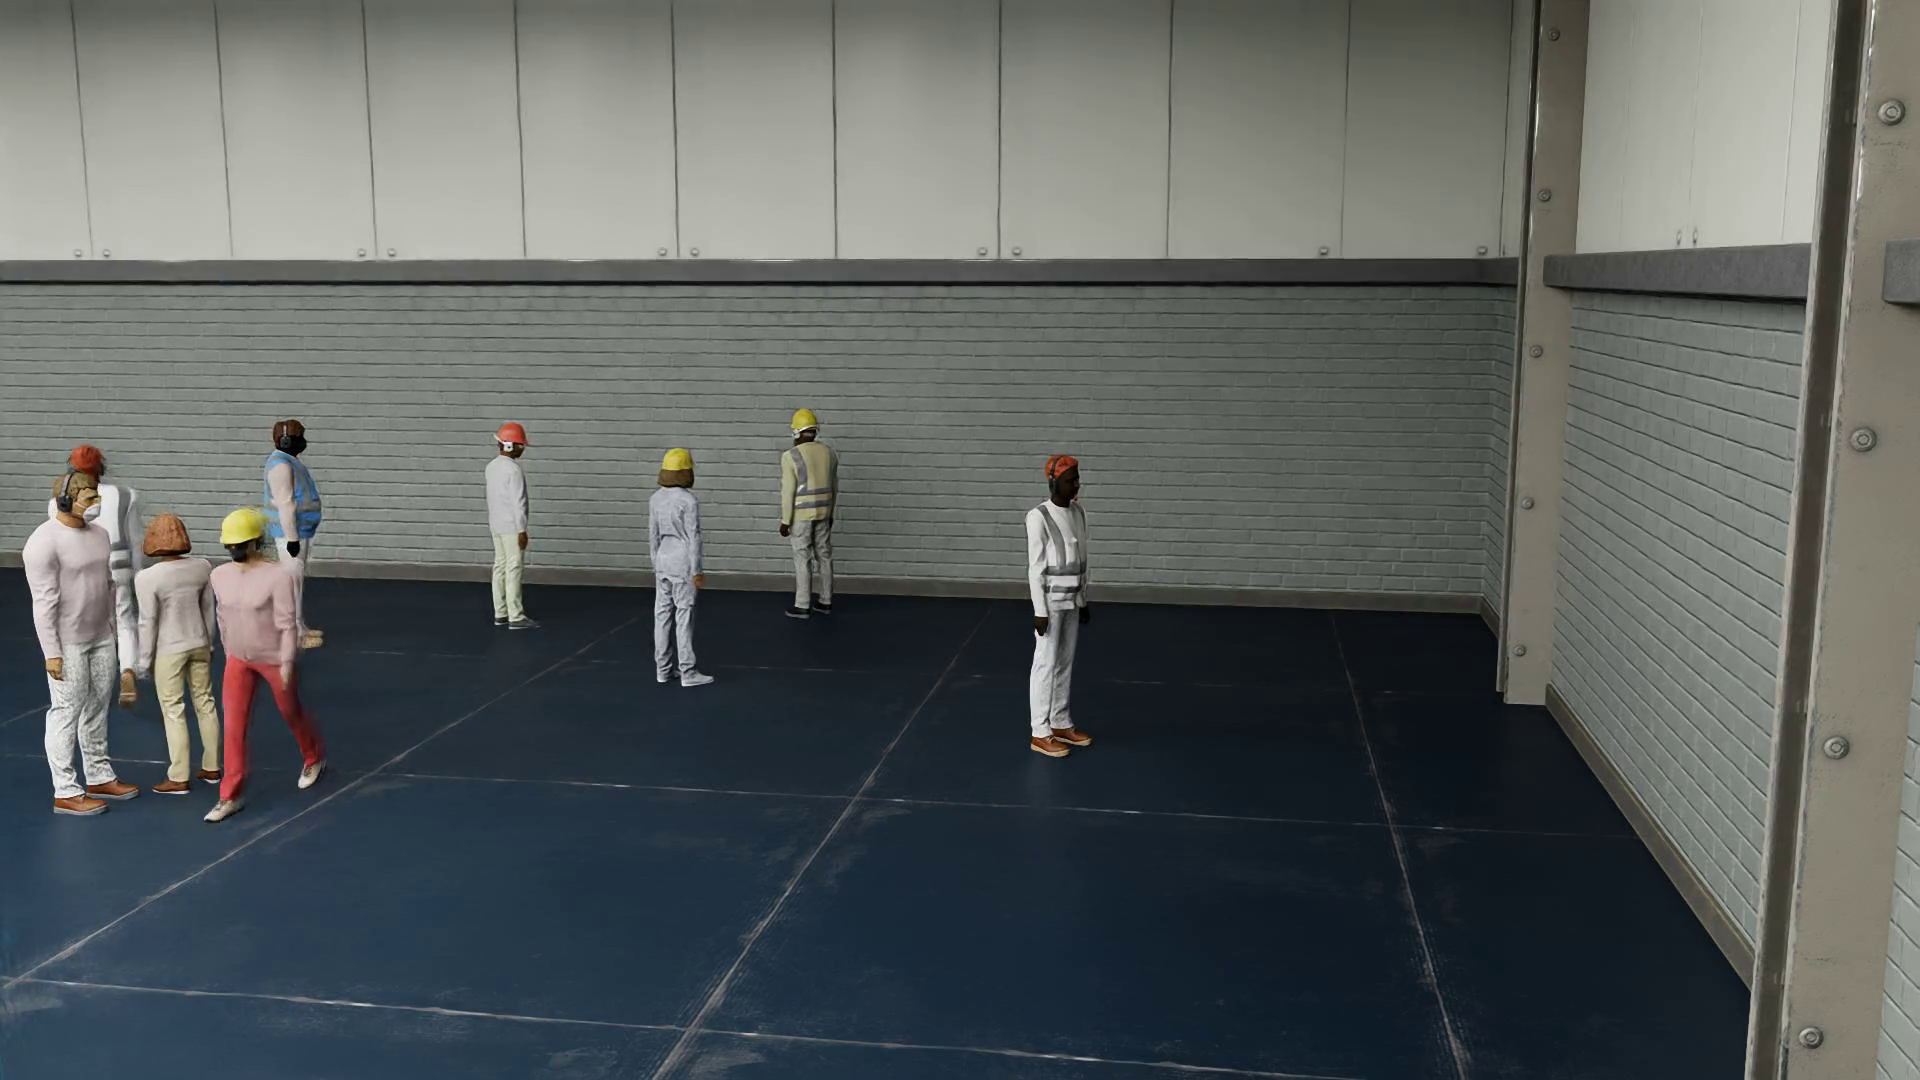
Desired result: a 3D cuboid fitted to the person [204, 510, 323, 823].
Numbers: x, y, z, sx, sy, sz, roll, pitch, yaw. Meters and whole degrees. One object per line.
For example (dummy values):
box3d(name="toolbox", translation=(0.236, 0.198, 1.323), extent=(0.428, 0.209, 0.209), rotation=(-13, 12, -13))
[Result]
box3d(name="person", translation=(-3.964, 0.657, 9.460), extent=(0.528, 1.713, 0.935), rotation=(1, 9, 7))

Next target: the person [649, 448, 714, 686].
box3d(name="person", translation=(-2.062, 0.195, 12.204), extent=(0.487, 1.744, 0.312), rotation=(7, 12, 37))

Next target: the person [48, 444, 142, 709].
box3d(name="person", translation=(-5.877, 0.270, 11.376), extent=(0.571, 1.863, 0.692), rotation=(-7, 11, -35))

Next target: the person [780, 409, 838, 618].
box3d(name="person", translation=(-1.338, -0.232, 14.564), extent=(0.587, 1.835, 0.404), rotation=(-8, 12, -42))

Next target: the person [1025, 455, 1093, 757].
box3d(name="person", translation=(0.632, 0.405, 10.490), extent=(0.355, 1.882, 0.576), rotation=(6, 11, 33))

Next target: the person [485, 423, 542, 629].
box3d(name="person", translation=(-3.811, -0.122, 14.157), extent=(0.347, 1.743, 0.564), rotation=(-8, 12, -39))

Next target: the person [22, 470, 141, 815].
box3d(name="person", translation=(-4.937, 0.569, 9.336), extent=(0.375, 1.933, 0.625), rotation=(1, 9, 7))

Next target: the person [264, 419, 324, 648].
box3d(name="person", translation=(-5.377, -0.055, 13.451), extent=(0.429, 1.843, 0.628), rotation=(-3, 10, -19))

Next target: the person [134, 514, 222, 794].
box3d(name="person", translation=(-4.553, 0.660, 9.678), extent=(0.280, 1.634, 0.498), rotation=(5, 10, 27))
